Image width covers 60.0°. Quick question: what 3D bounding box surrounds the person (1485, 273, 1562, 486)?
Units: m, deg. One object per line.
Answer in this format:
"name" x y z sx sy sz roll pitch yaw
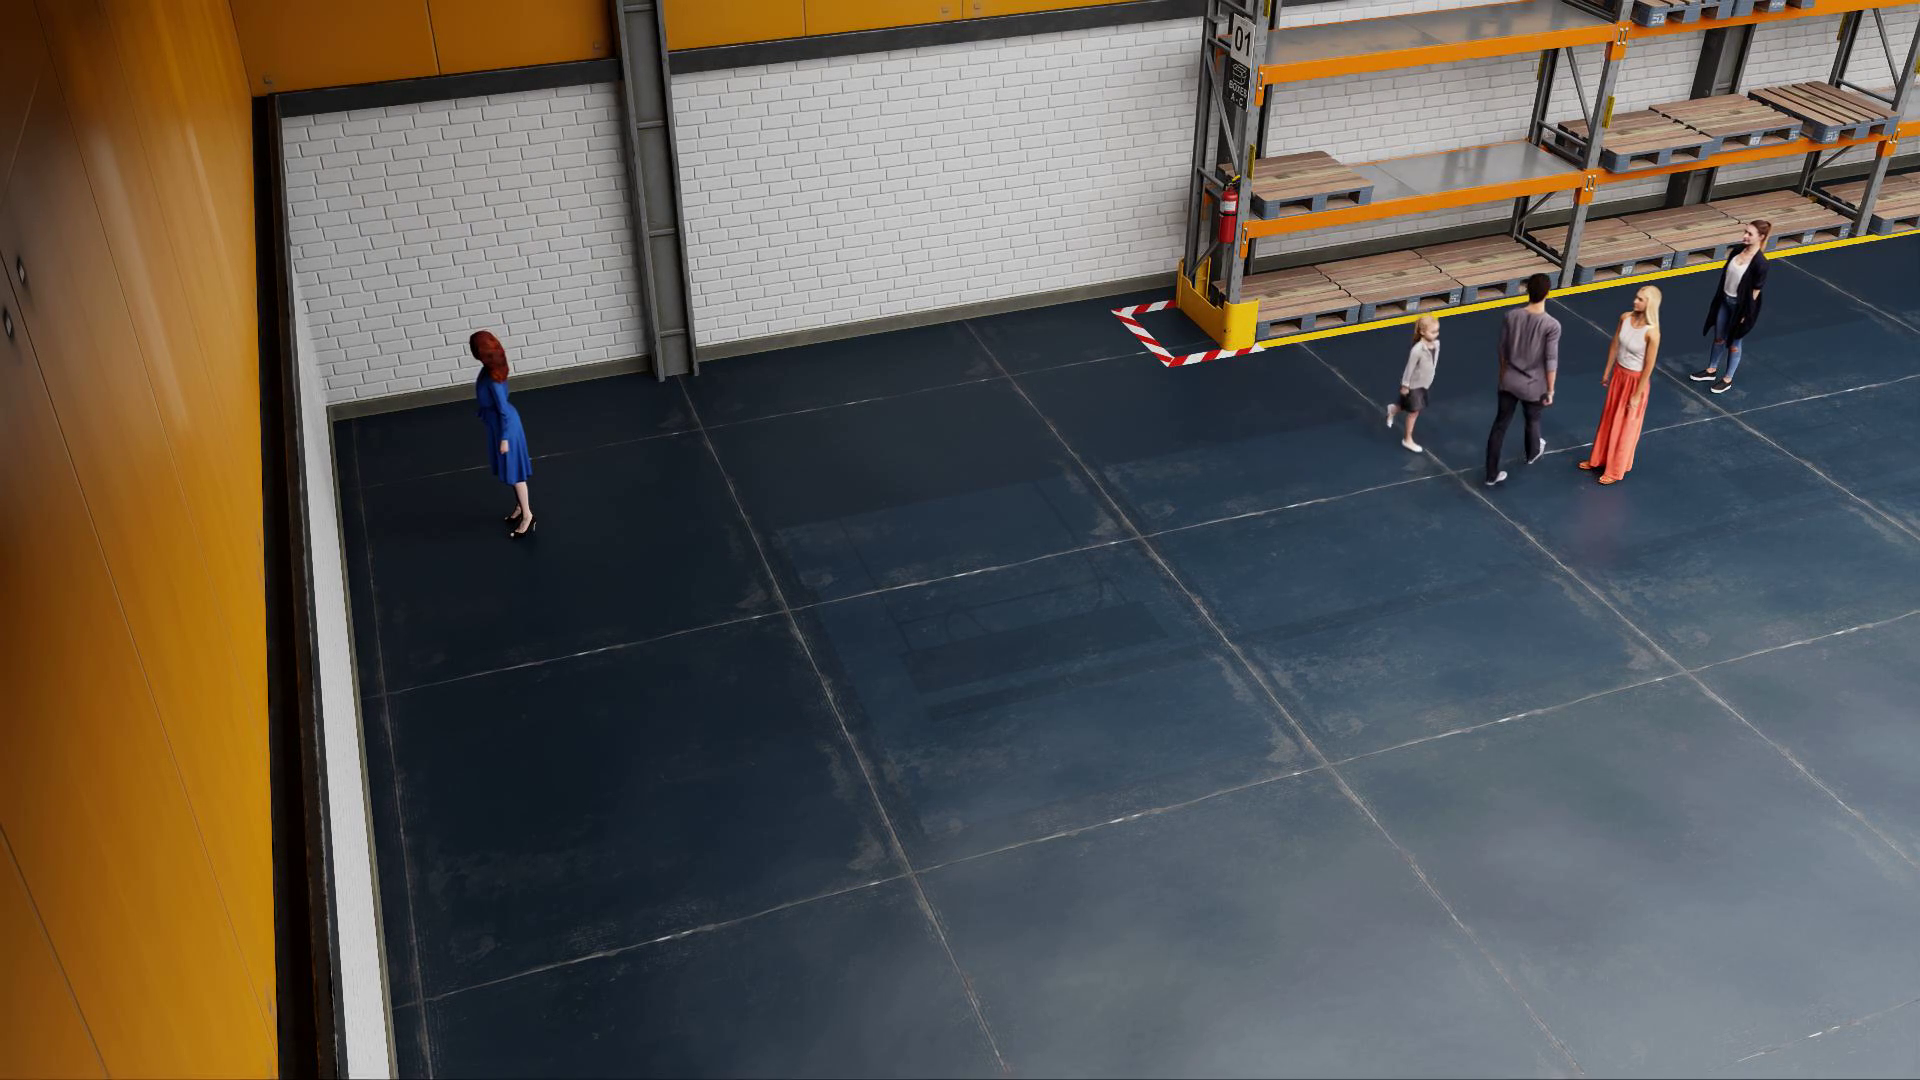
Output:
"person" 4.668 -1.283 13.952 1.079 1.805 1.224 27 42 34

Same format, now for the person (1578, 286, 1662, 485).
"person" 5.625 -1.314 14.002 0.574 1.801 0.616 -10 35 -15

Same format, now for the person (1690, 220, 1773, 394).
"person" 7.201 -2.176 15.406 0.551 1.683 0.621 -10 35 -15

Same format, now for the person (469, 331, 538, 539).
"person" -3.634 -0.848 13.278 0.564 1.827 0.599 -10 35 -15

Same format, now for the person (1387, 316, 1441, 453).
"person" 3.980 -1.413 14.642 0.756 1.257 0.703 -22 40 -30
